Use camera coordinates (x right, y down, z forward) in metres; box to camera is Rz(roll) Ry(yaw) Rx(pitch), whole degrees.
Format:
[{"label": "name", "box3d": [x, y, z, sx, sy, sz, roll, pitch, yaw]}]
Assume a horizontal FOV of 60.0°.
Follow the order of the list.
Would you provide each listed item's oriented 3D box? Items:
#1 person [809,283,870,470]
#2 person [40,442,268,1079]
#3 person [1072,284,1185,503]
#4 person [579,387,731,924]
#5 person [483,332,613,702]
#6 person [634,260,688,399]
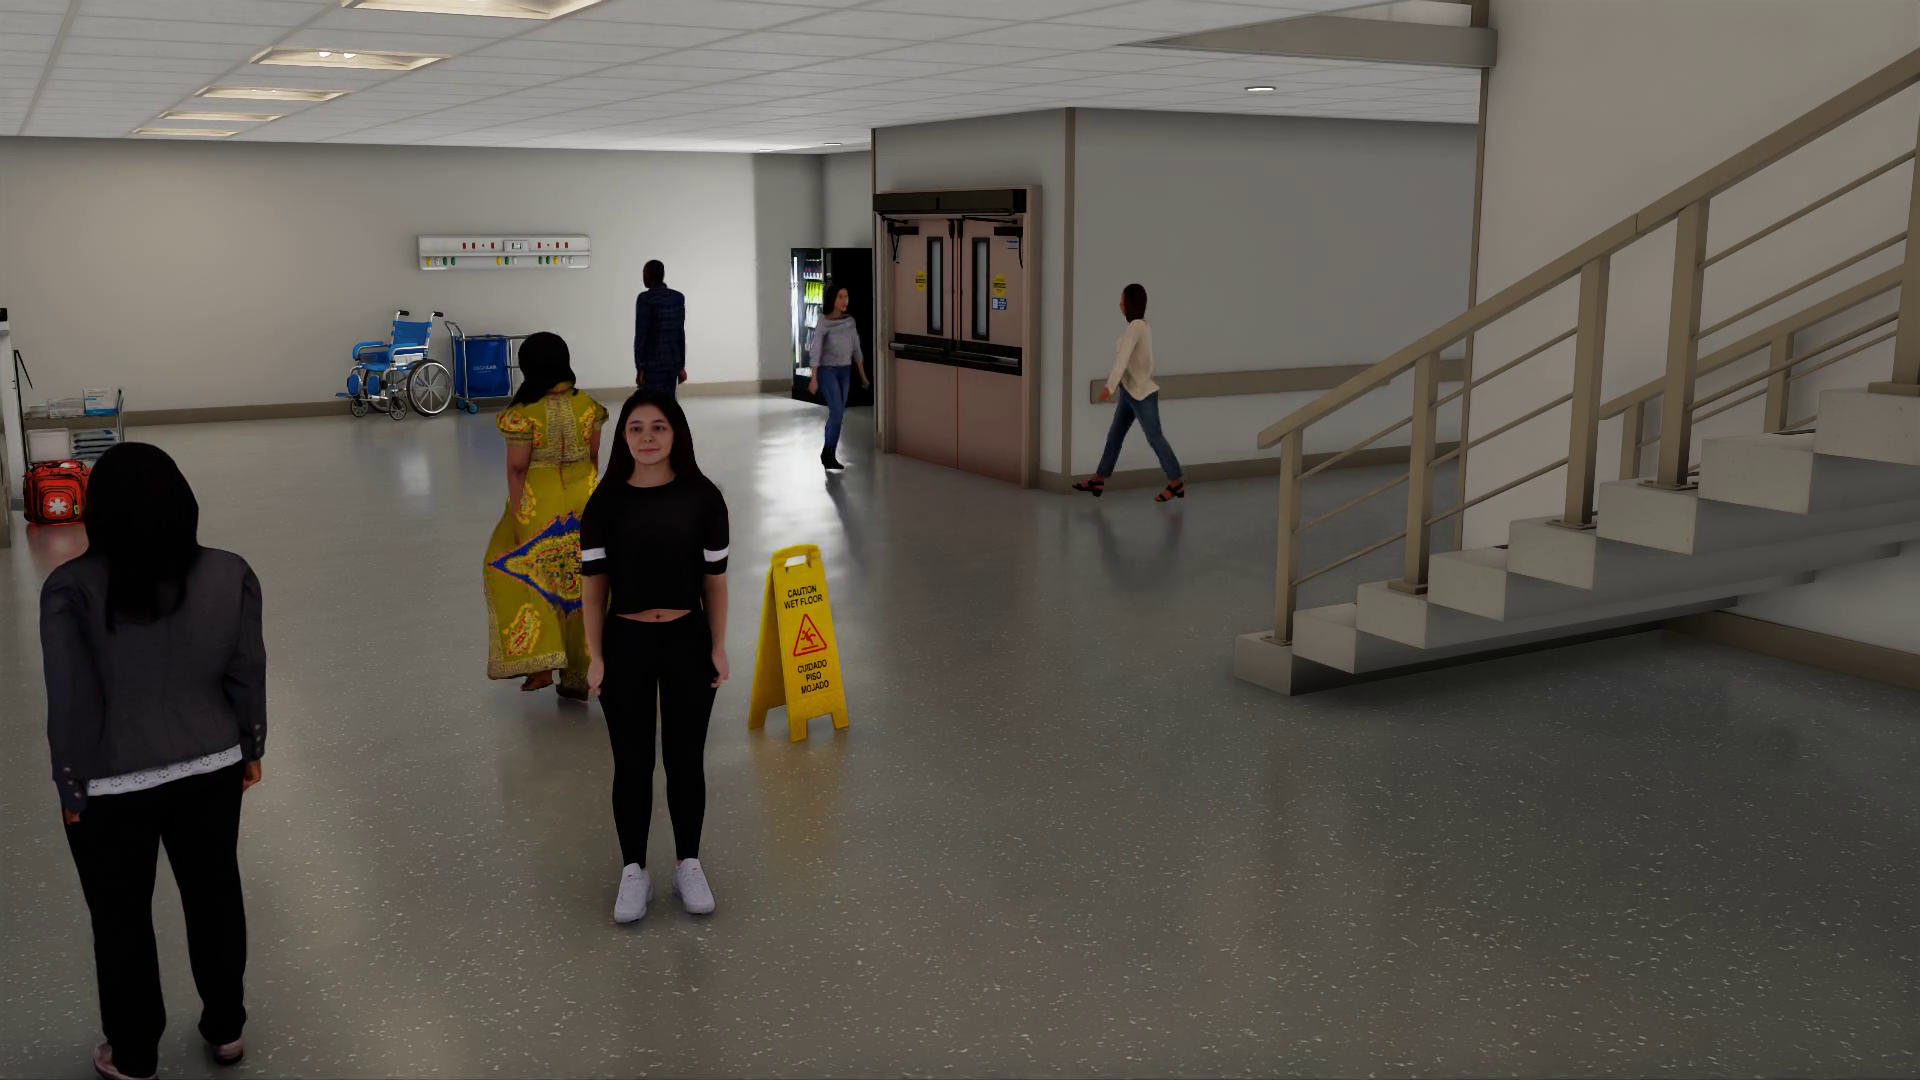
[{"label": "person", "box3d": [-1.143, -1.397, 14.326, 0.725, 1.616, 0.722, 8, 13, 36]}, {"label": "person", "box3d": [-1.980, 0.554, 4.094, 0.742, 1.598, 0.739, 11, 15, 44]}, {"label": "person", "box3d": [1.433, -1.068, 12.545, 1.093, 1.634, 1.105, 1, 11, 6]}, {"label": "person", "box3d": [-0.925, 0.343, 5.096, 0.668, 1.639, 0.662, -3, 11, -14]}, {"label": "person", "box3d": [-1.727, -0.079, 7.299, 0.838, 1.648, 0.776, -9, 14, -38]}, {"label": "person", "box3d": [-2.521, -1.486, 14.289, 0.934, 1.806, 0.834, 10, 14, 41]}]
